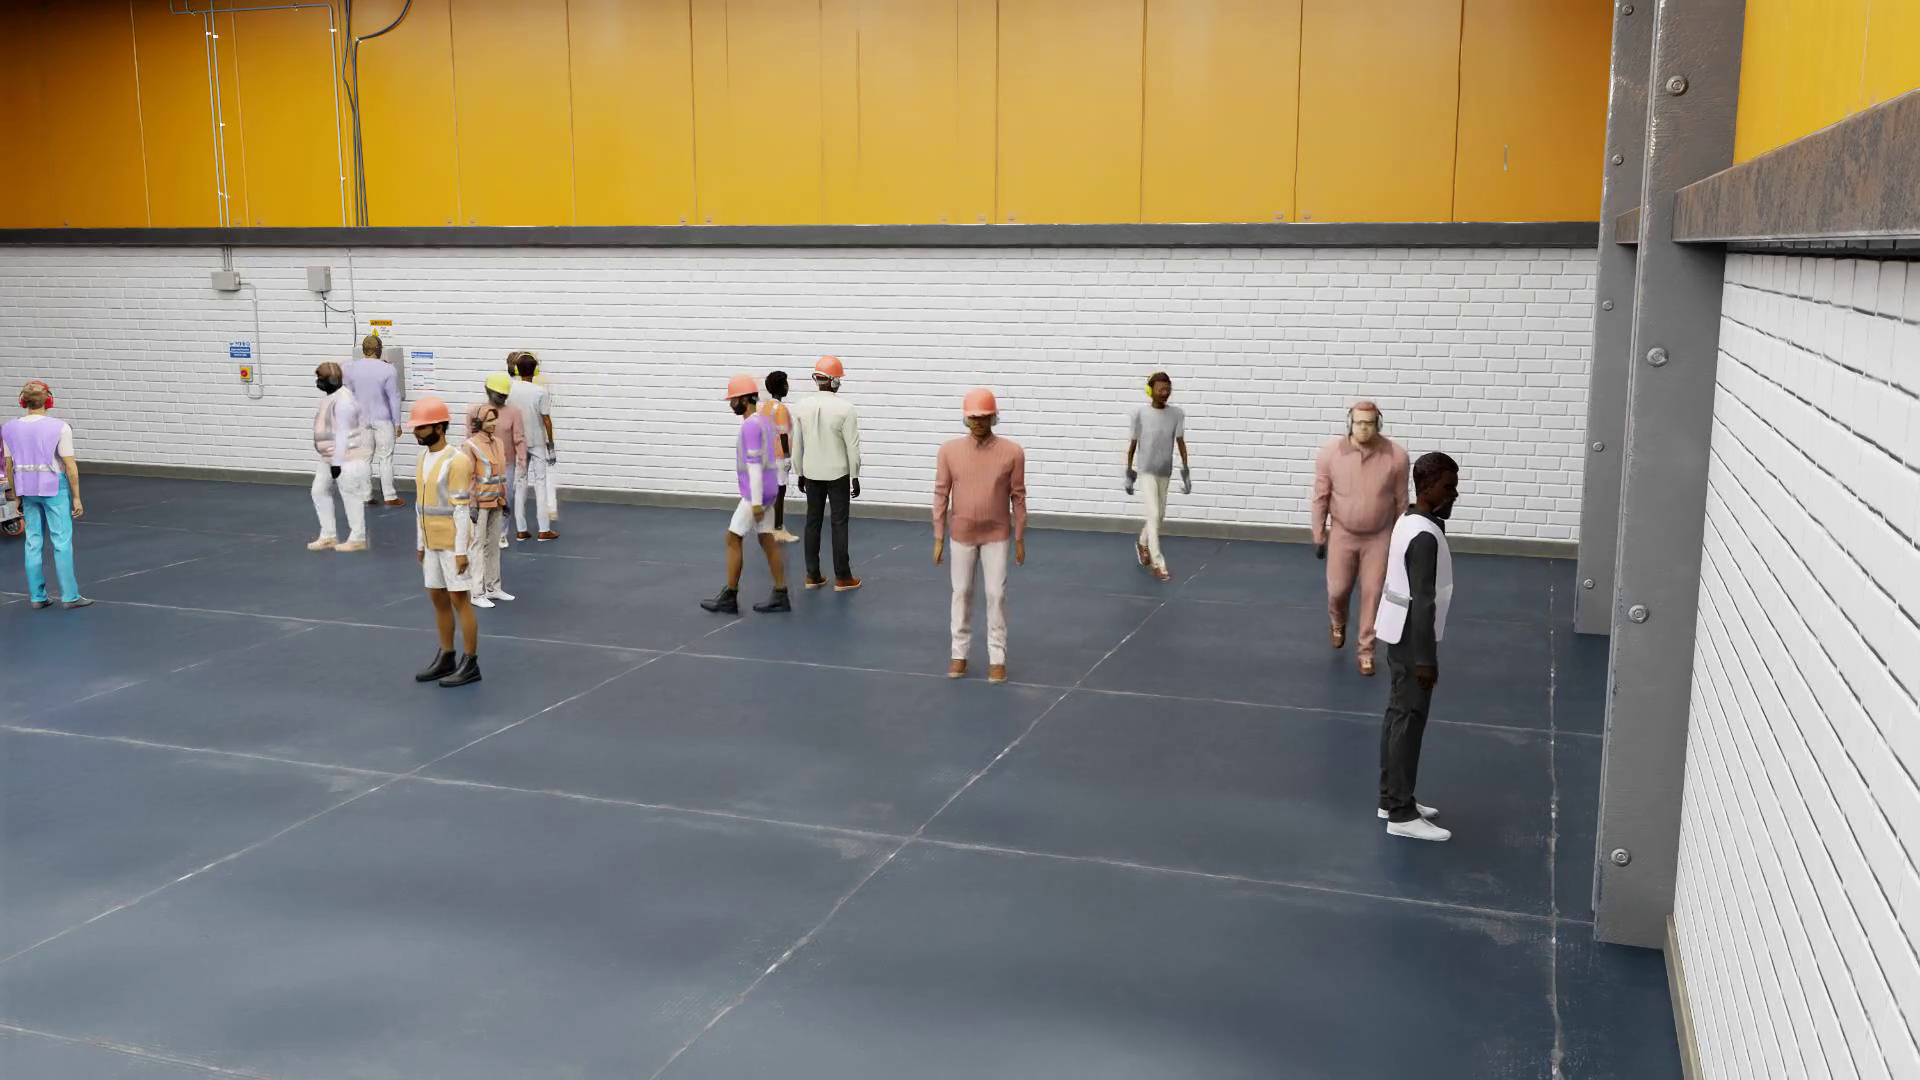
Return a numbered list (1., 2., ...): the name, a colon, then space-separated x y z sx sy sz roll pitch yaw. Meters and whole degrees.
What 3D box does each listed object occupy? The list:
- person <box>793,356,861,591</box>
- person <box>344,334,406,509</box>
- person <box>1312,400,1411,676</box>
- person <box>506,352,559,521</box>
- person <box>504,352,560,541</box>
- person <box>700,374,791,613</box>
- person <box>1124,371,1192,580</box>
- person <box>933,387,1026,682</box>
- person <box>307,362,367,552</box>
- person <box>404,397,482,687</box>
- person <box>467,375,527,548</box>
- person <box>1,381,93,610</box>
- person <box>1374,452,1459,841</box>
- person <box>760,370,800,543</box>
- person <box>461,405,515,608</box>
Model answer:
1. person: -1.114 -0.565 14.130 0.622 1.992 0.393 5 11 24
2. person: -6.499 -1.310 18.485 0.634 1.937 0.355 2 10 10
3. person: 2.770 -0.043 11.508 0.657 1.890 0.644 2 10 12
4. person: -4.692 -1.102 17.728 0.956 1.790 0.659 5 11 28
5. person: -4.252 -0.922 16.478 0.531 1.876 0.317 2 10 11
6. person: -1.735 -0.358 13.235 0.852 1.894 0.570 1 10 5
7. person: 1.738 -0.613 14.874 0.534 1.835 0.908 -3 11 -17
8. person: 0.127 -0.041 11.196 0.624 1.992 0.396 1 10 5
9. person: -5.994 -0.772 15.771 0.659 1.821 0.660 -7 12 -33
10. person: -3.456 0.013 11.063 0.540 1.932 0.383 8 13 38
11. person: -4.394 -0.714 15.798 0.531 1.700 0.916 -5 11 -25
12. person: -7.323 -0.345 13.304 0.565 1.847 0.389 0 10 2
13. person: 2.266 0.514 8.284 0.399 1.915 0.589 2 10 9
14. person: -1.798 -0.821 16.411 0.321 1.697 0.529 -5 11 -27
15. person: -3.848 -0.280 13.522 0.310 1.642 0.514 3 11 17
